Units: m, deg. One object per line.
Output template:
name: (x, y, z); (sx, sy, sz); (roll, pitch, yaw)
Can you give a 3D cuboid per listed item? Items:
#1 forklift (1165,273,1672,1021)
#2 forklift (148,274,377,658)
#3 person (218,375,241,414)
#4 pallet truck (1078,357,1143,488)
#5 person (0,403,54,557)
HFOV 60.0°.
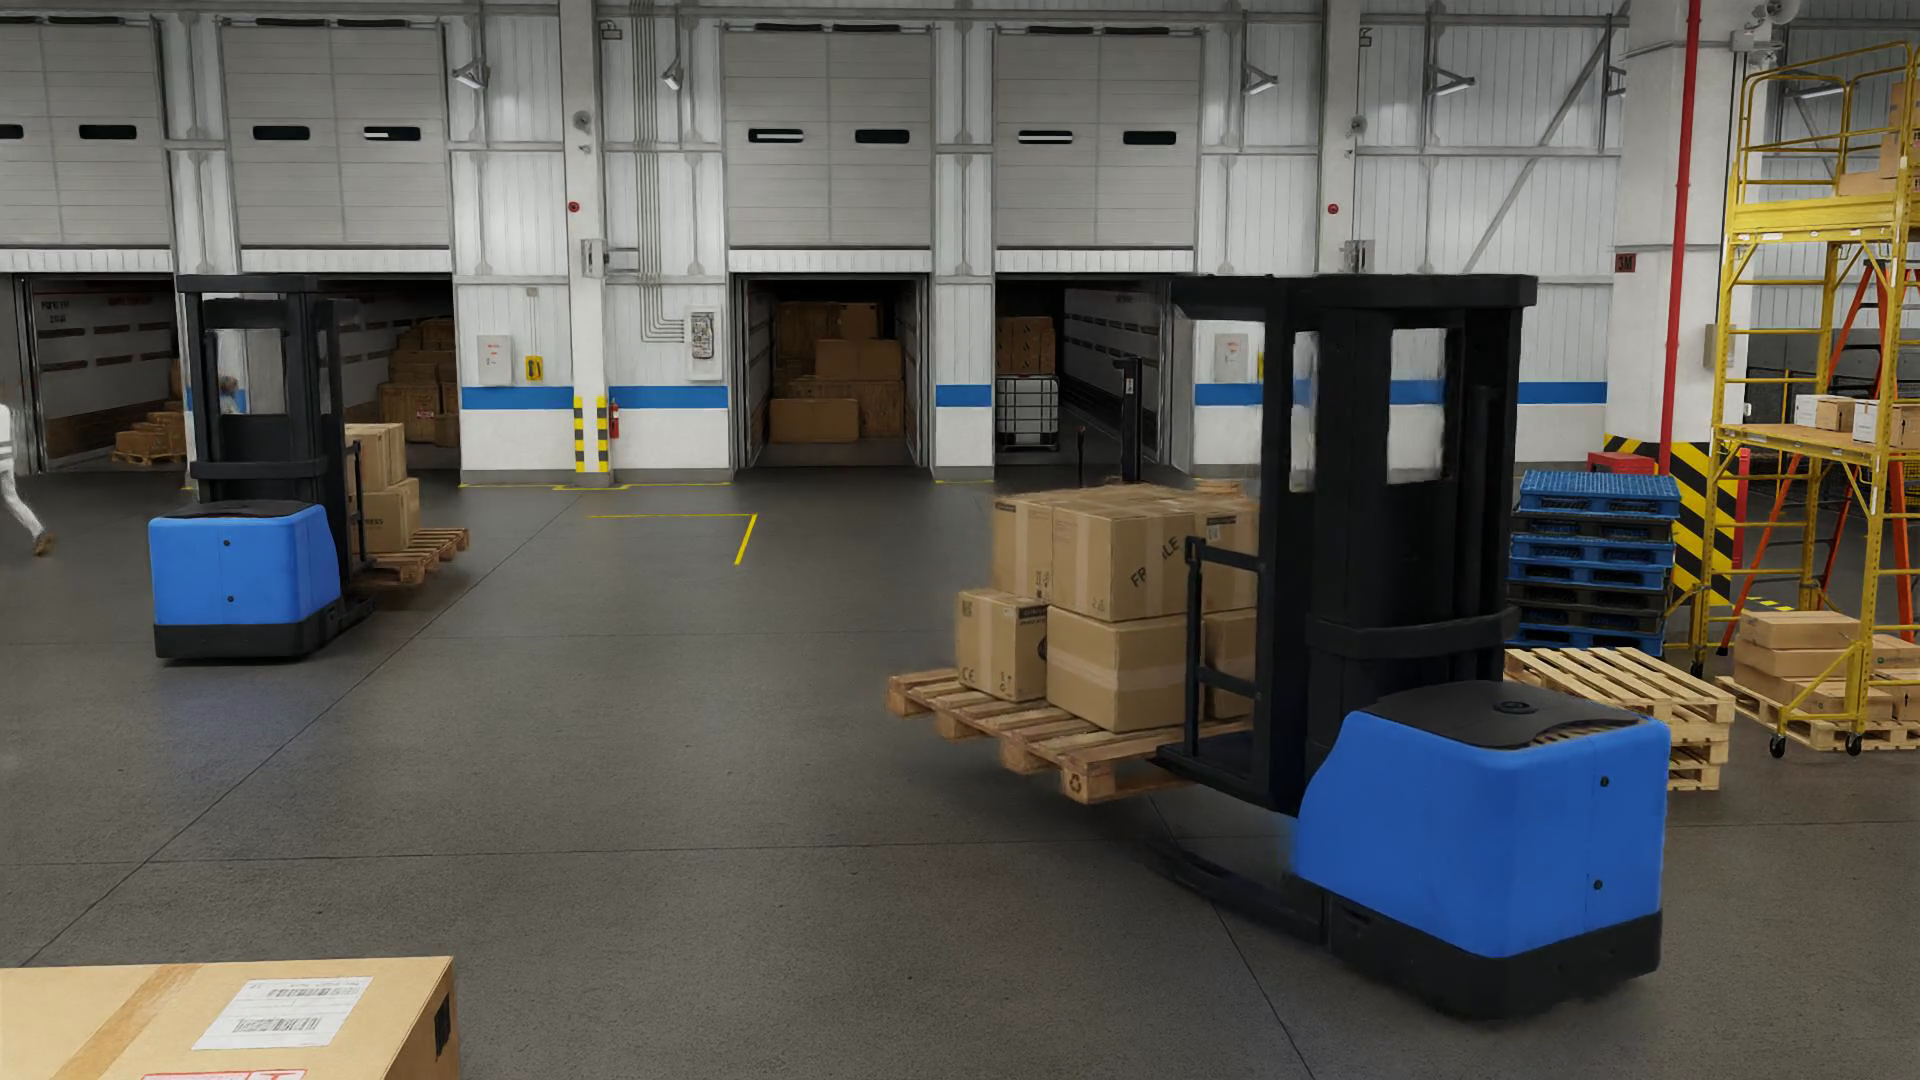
forklift: (1.903, 0.288, 6.939); (1.129, 2.768, 1.873); (-5, 11, -30)
forklift: (-5.348, -0.627, 12.681); (1.129, 2.768, 1.873); (-1, 9, -4)
person: (-9.010, -1.238, 20.542); (0.847, 1.595, 0.529); (-2, 9, -10)
pallet truck: (2.088, -0.836, 16.757); (1.885, 1.965, 0.823); (2, 9, 13)
person: (-9.513, -0.724, 16.518); (0.877, 1.859, 0.577); (2, 9, 12)
